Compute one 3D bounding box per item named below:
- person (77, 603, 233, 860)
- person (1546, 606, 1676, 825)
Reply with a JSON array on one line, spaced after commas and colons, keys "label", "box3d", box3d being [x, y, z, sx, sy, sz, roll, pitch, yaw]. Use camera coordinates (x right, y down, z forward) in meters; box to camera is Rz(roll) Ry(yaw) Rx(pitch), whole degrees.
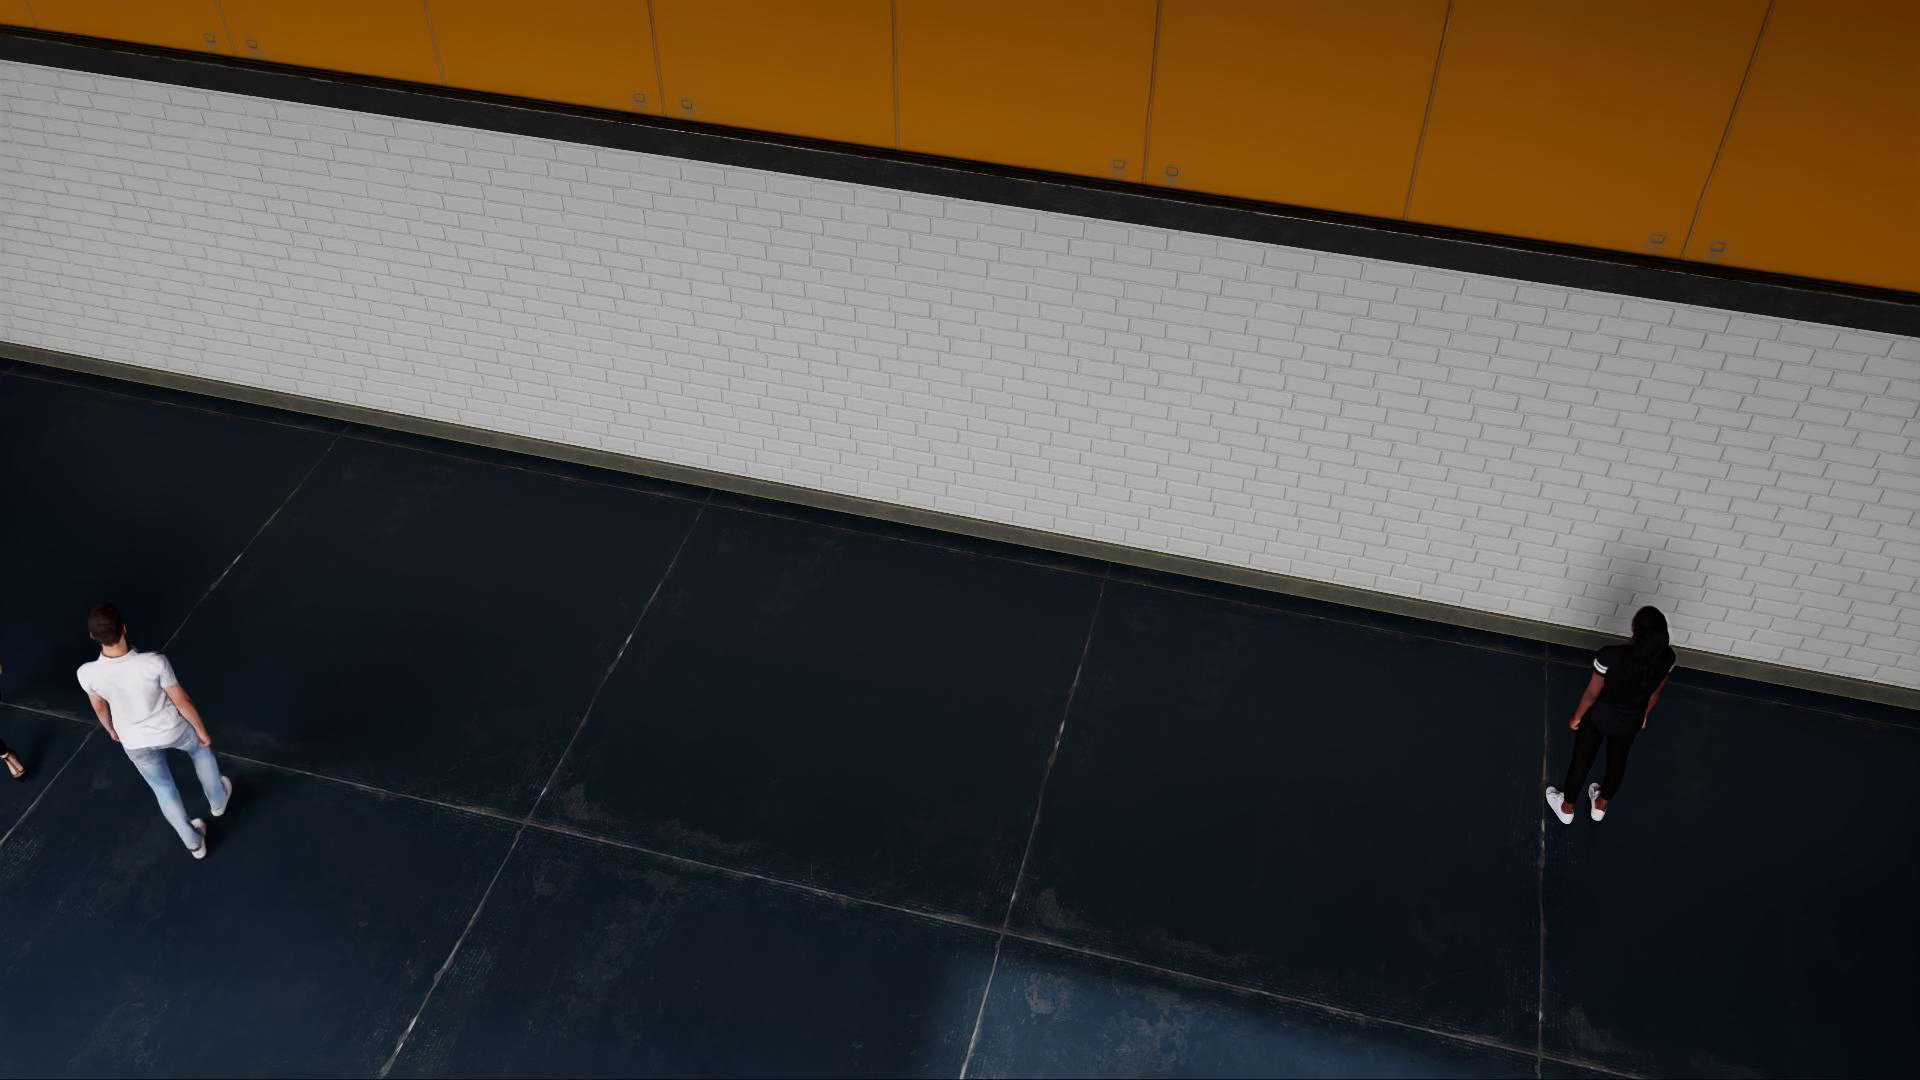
[{"label": "person", "box3d": [-4.548, 1.163, 9.407, 0.899, 1.829, 0.964, -13, 45, -14]}, {"label": "person", "box3d": [3.781, 1.015, 9.635, 0.664, 1.728, 0.640, -1, 44, -1]}]
